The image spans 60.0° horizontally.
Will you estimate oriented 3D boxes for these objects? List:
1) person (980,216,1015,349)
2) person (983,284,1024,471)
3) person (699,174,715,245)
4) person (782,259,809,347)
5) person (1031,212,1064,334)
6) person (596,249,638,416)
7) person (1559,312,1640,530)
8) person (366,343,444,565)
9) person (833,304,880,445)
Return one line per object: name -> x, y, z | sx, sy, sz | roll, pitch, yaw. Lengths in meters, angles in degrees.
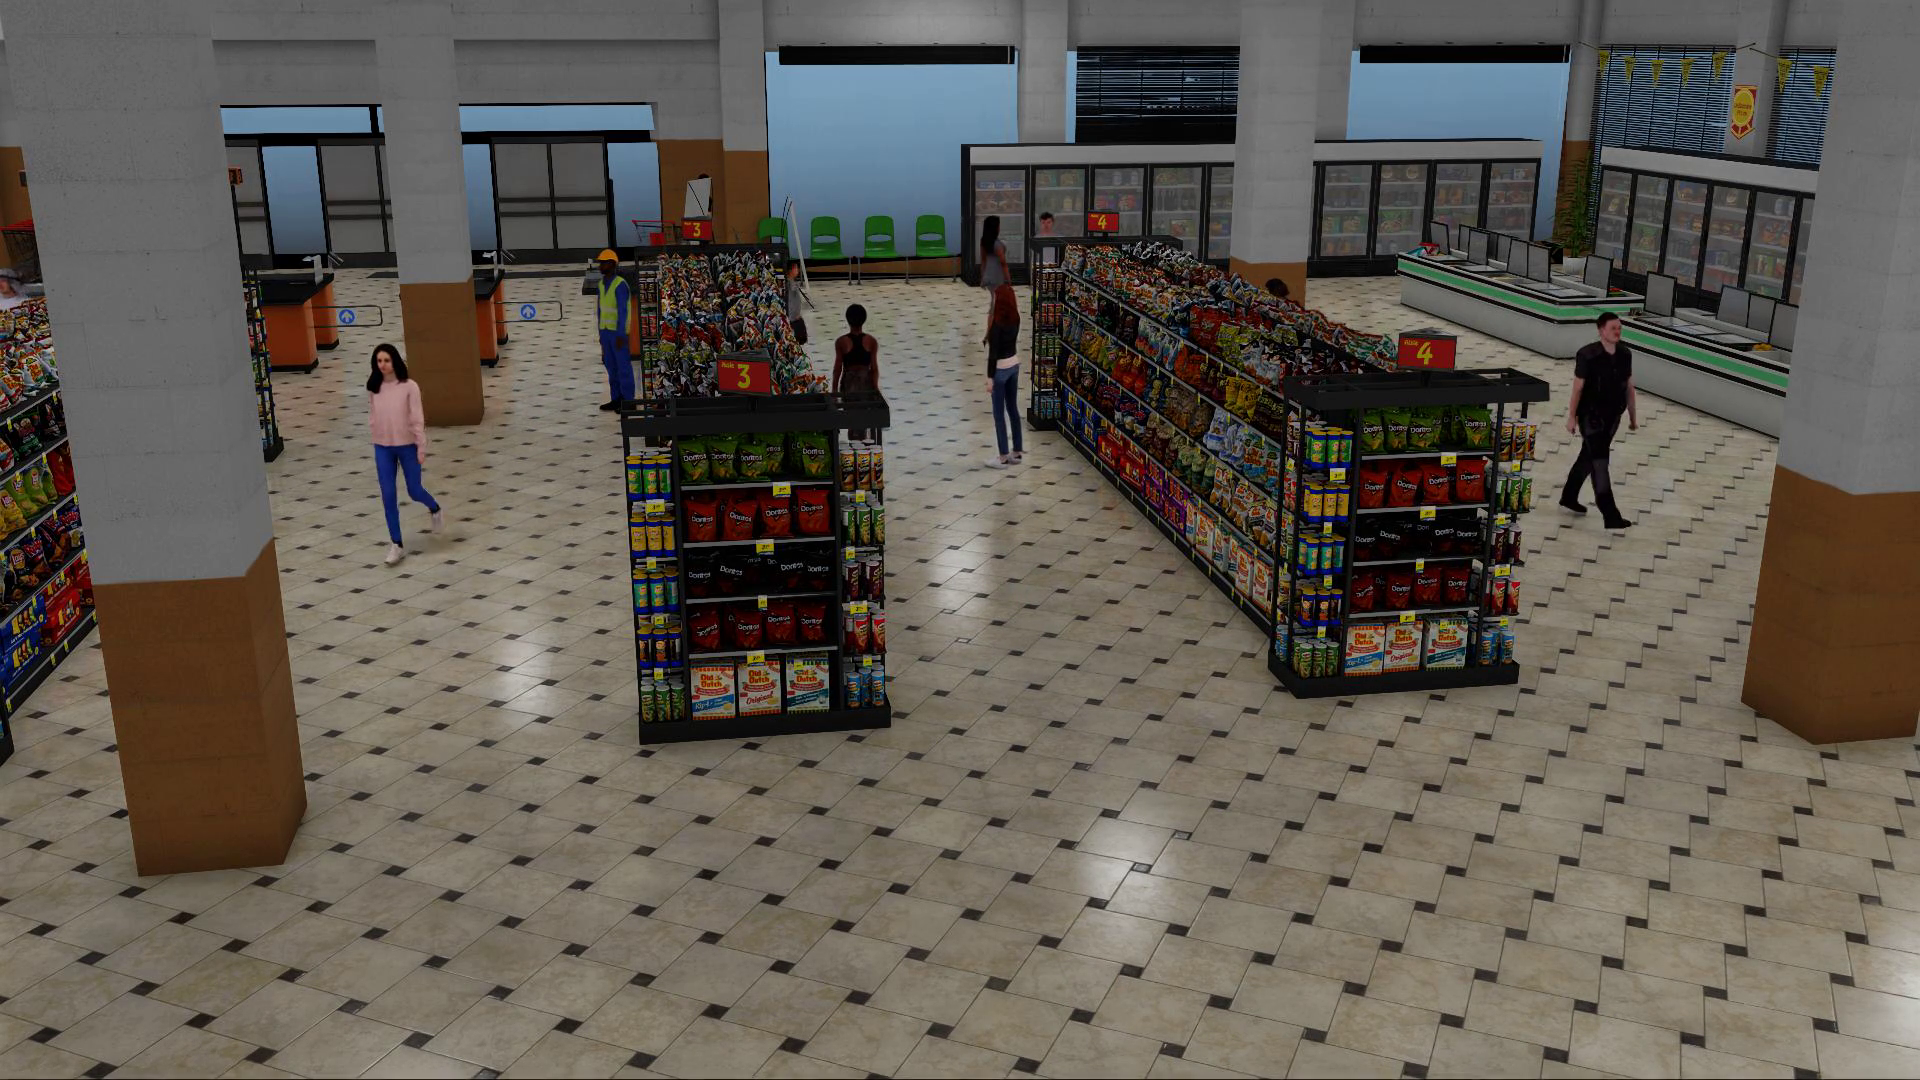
person -> 0.400, -3.430, 22.252 | 0.824, 1.769, 0.776 | -12, 21, -34
person -> 0.435, -1.592, 16.170 | 0.702, 1.785, 0.640 | 11, 20, 33
person -> -4.709, -5.892, 30.580 | 0.724, 1.641, 0.606 | -13, 21, -37
person -> -2.182, -2.860, 20.929 | 0.732, 1.447, 0.672 | -7, 18, -21
person -> 1.175, -3.451, 22.229 | 0.774, 1.821, 1.096 | 1, 17, 2
person -> -3.845, -2.333, 18.563 | 0.717, 1.813, 0.808 | 15, 22, 40
person -> 5.444, -1.034, 14.313 | 0.907, 1.797, 1.249 | -7, 18, -21
person -> -4.471, -0.722, 13.378 | 0.841, 1.742, 1.133 | 2, 17, 7
person -> -0.957, -1.331, 15.521 | 0.595, 1.663, 1.155 | -4, 17, -12
